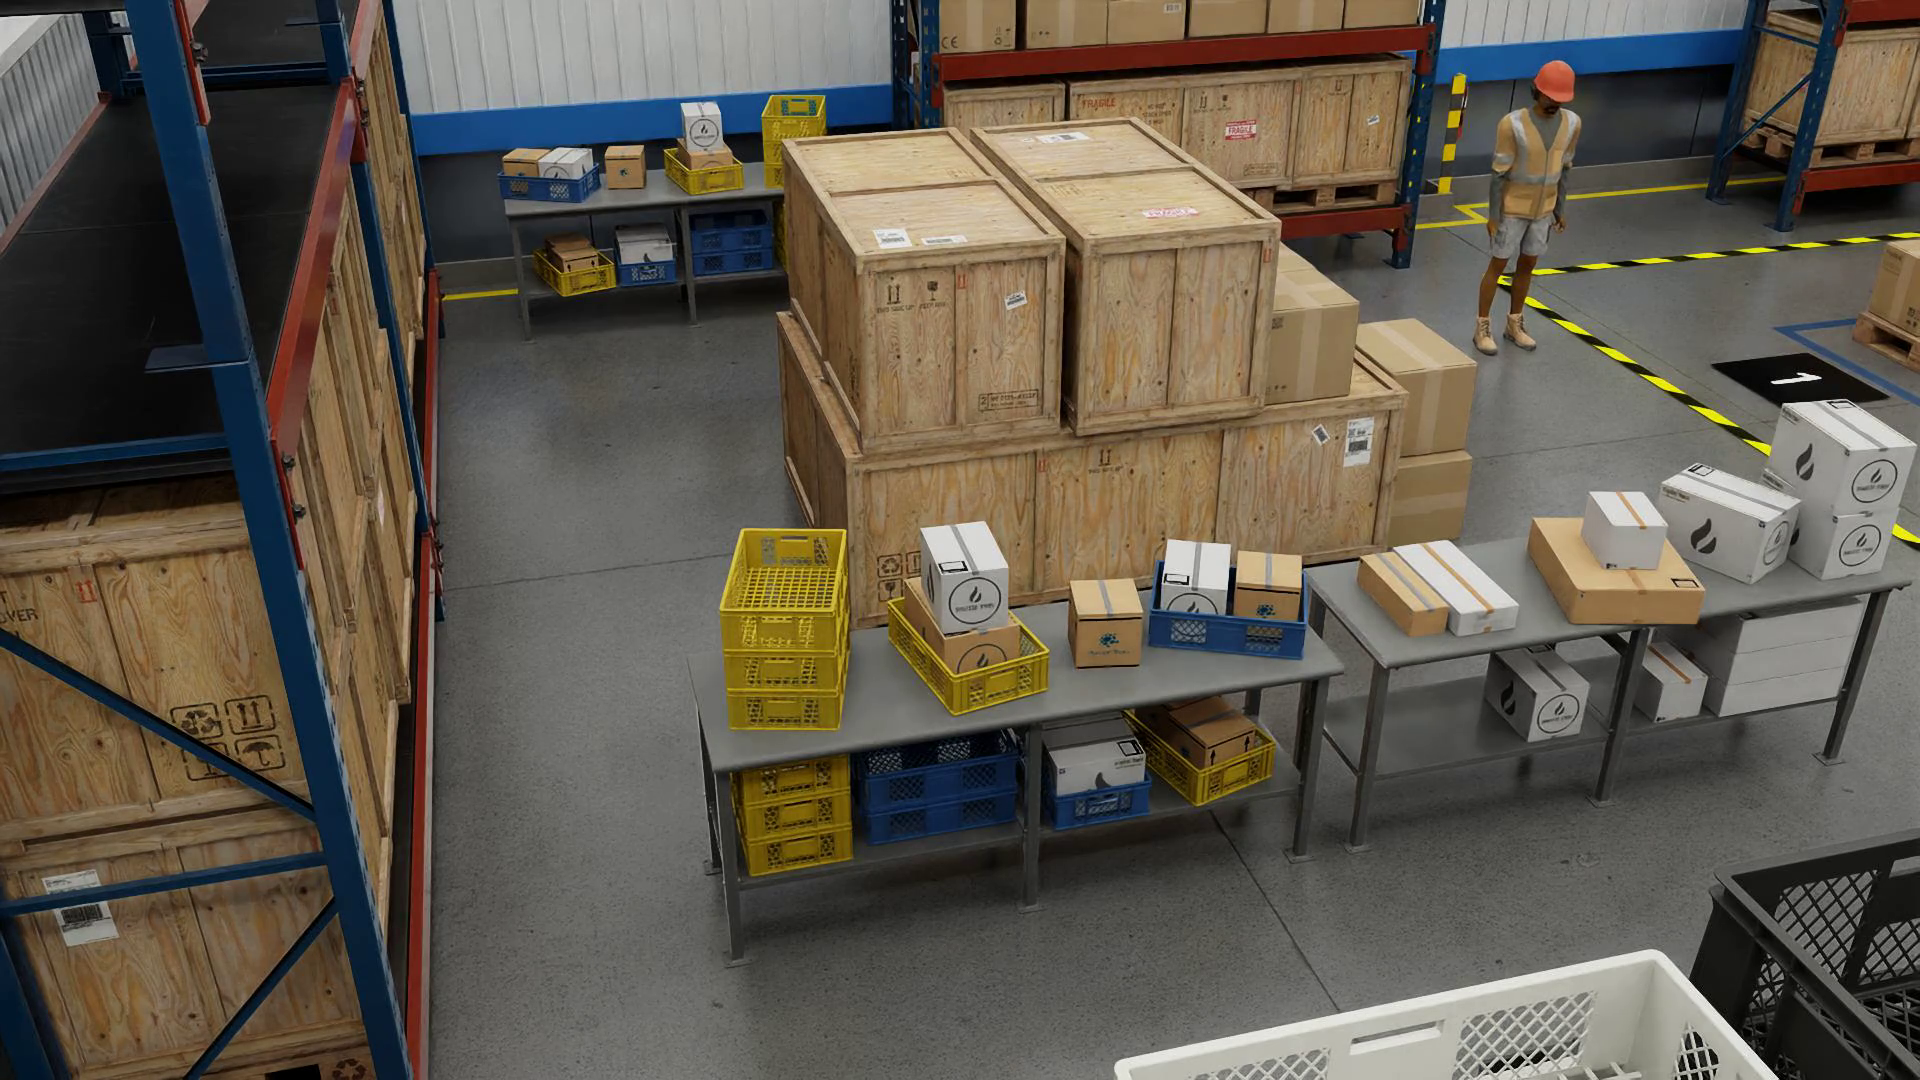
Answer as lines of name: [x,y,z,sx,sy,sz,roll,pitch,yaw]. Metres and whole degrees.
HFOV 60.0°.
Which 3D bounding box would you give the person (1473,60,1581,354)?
person: [3.904,-2.266,11.405,0.606,2.032,0.400,-6,29,-11]
